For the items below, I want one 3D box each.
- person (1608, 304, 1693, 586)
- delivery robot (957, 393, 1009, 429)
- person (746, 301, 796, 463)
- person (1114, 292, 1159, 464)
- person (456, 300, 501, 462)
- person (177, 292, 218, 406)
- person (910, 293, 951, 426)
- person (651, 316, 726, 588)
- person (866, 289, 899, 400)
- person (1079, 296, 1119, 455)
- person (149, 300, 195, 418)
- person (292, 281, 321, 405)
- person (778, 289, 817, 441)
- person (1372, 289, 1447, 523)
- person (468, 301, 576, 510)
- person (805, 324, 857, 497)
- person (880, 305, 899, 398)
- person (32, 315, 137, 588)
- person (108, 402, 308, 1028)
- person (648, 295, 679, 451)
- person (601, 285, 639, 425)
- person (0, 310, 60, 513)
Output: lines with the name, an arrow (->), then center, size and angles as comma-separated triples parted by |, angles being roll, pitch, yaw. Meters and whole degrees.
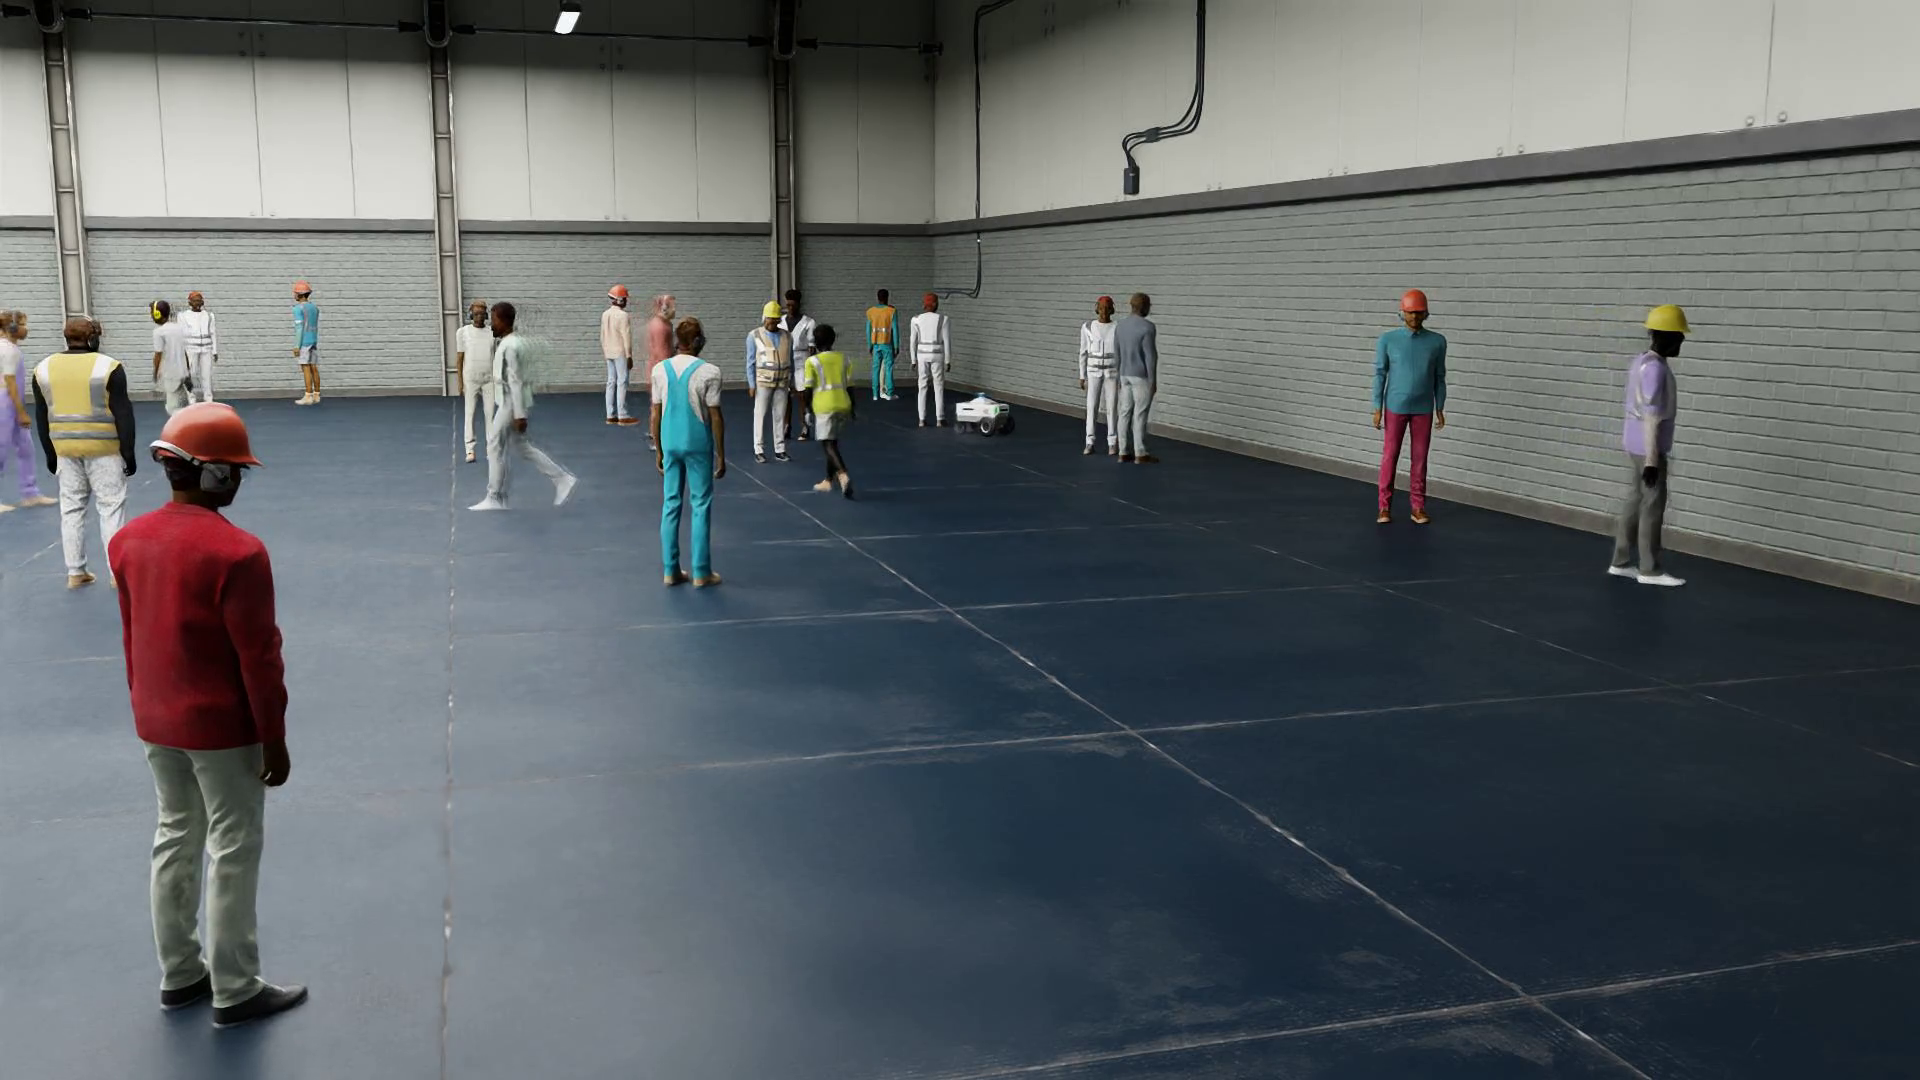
person -> 4.735, -0.649, 11.362 | 0.391, 1.927, 0.605 | 2, 9, 14
delivery robot -> 0.302, -1.719, 22.202 | 0.707, 0.478, 0.477 | 7, 11, 37
person -> -2.131, -1.793, 18.923 | 0.591, 1.829, 0.404 | -5, 10, -30
person -> 1.992, -1.822, 18.756 | 0.352, 1.937, 0.635 | -6, 11, -36
person -> -5.462, -1.806, 18.952 | 0.504, 1.847, 0.345 | -4, 10, -22
person -> -12.080, -2.991, 26.394 | 0.574, 1.882, 0.356 | -8, 12, -43
person -> -0.413, -2.545, 23.548 | 0.576, 1.881, 0.352 | 2, 9, 12
person -> -1.819, -0.585, 11.208 | 0.512, 1.835, 0.359 | 2, 9, 15
person -> -1.326, -3.357, 28.626 | 0.592, 1.917, 0.392 | 3, 9, 19
person -> 1.702, -1.951, 19.750 | 0.575, 1.885, 0.355 | 1, 9, 7
person -> -9.194, -1.871, 19.393 | 0.411, 1.848, 0.508 | 1, 9, 4
person -> -10.879, -3.266, 27.626 | 0.370, 2.048, 0.607 | 1, 9, 8
person -> -2.127, -2.254, 21.456 | 0.605, 1.958, 0.380 | 3, 9, 17
person -> 3.828, -1.128, 14.151 | 0.623, 1.991, 0.396 | 0, 9, 2
person -> -3.975, -1.206, 14.995 | 0.899, 1.890, 0.589 | -2, 9, -12
person -> -1.198, -1.241, 15.943 | 0.560, 1.661, 0.795 | -7, 11, -39
person -> -1.257, -3.293, 29.111 | 0.285, 1.633, 0.497 | 4, 10, 22
person -> -5.848, -0.588, 11.198 | 0.634, 1.839, 0.429 | 0, 9, 1
person -> -2.085, 0.487, 4.660 | 0.573, 1.740, 0.355 | 4, 10, 26
person -> -3.539, -2.000, 20.029 | 0.431, 1.890, 0.679 | -1, 9, -9
person -> -4.864, -2.634, 23.757 | 0.622, 1.992, 0.395 | 9, 12, 44
person -> -8.513, -1.144, 14.900 | 0.645, 1.813, 0.524 | -4, 10, -26
